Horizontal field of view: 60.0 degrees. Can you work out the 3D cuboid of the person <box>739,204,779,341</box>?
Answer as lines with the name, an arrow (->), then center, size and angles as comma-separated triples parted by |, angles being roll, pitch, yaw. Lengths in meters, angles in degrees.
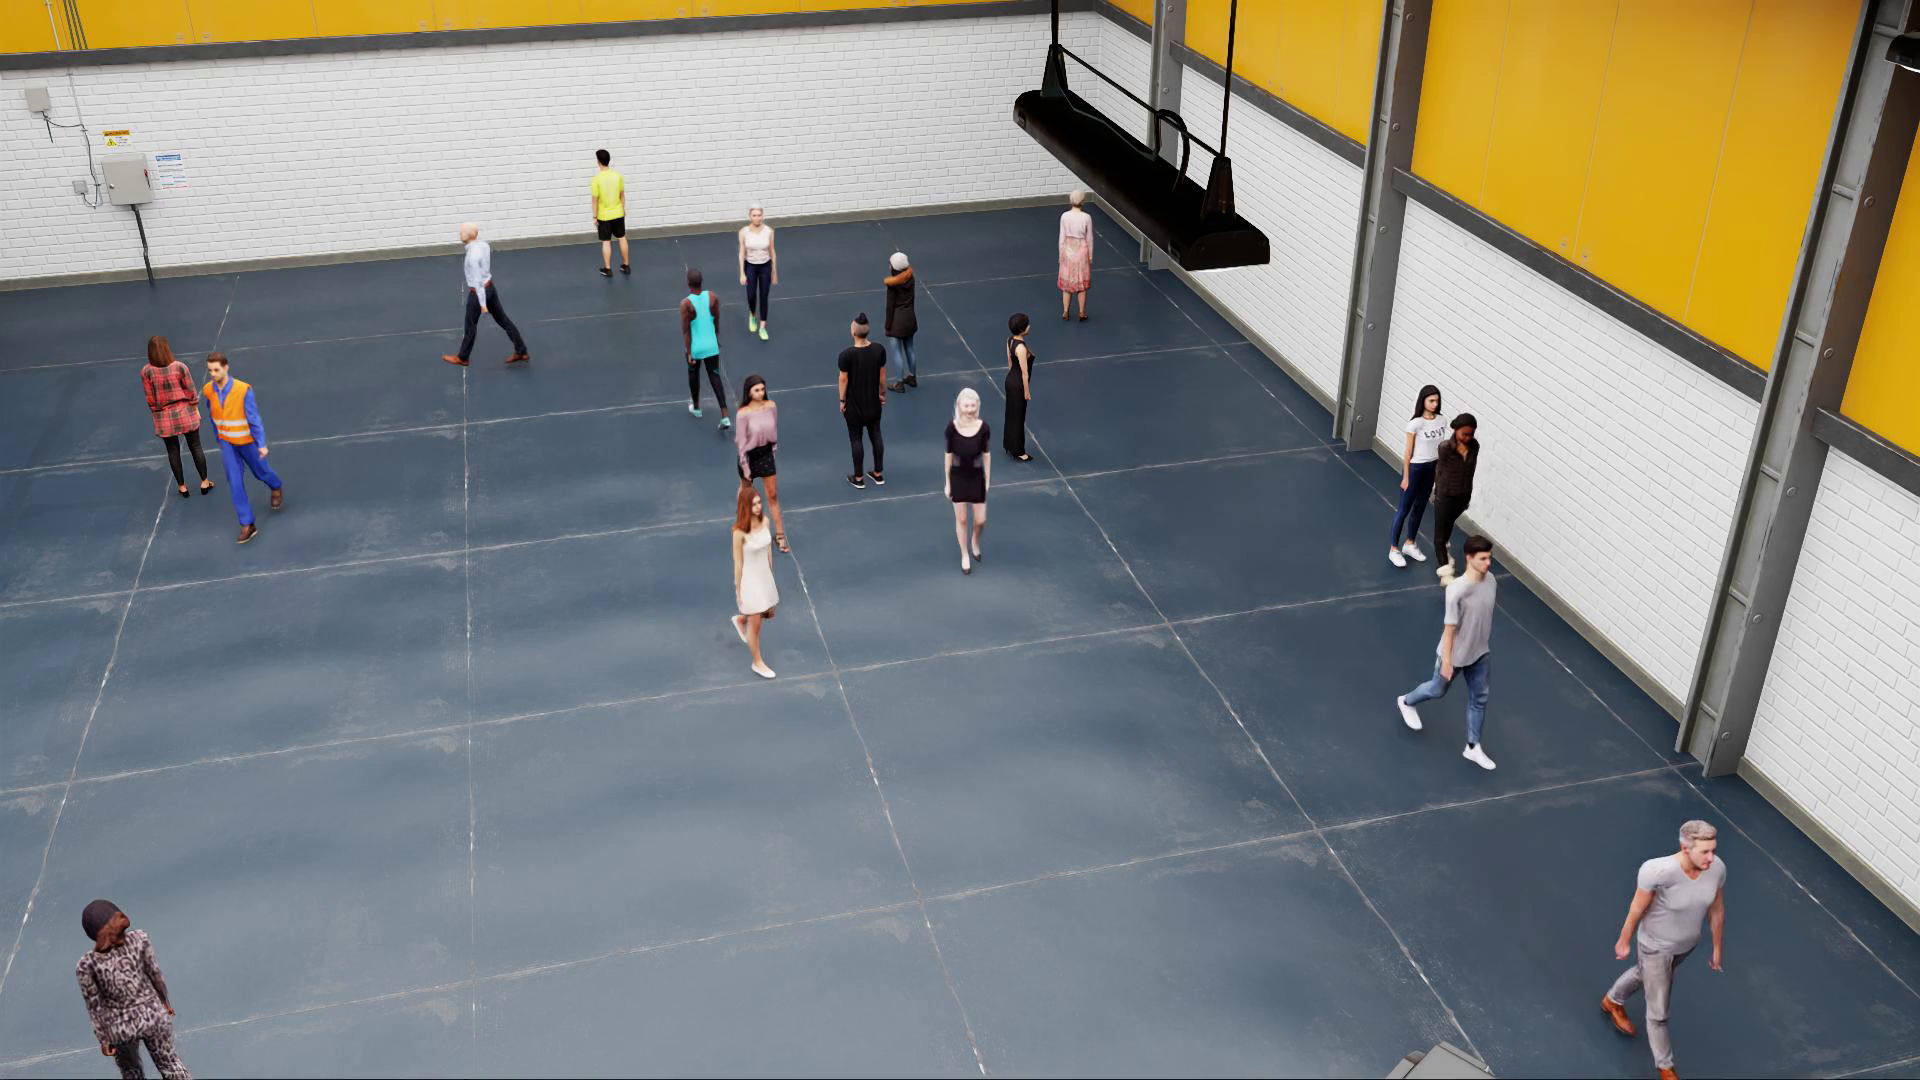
person -> -2.496, -3.326, 20.429 | 0.614, 1.697, 0.649 | -8, 30, -14

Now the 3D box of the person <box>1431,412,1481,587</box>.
person -> 4.525, -0.330, 15.017 | 1.069, 1.619, 0.595 | -7, 29, -13

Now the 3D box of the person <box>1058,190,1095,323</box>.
person -> 1.454, -3.566, 20.874 | 0.676, 1.692, 0.693 | 5, 29, 10

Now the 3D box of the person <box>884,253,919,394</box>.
person -> -0.666, -2.490, 18.963 | 0.774, 1.632, 0.735 | 21, 35, 34

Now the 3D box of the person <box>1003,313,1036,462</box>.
person -> 0.595, -1.607, 17.373 | 0.651, 1.604, 0.472 | -10, 30, -18

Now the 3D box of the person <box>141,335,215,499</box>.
person -> -7.830, -1.239, 16.597 | 0.628, 1.703, 0.566 | -10, 30, -17

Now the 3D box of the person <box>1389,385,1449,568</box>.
person -> 4.234, -0.606, 15.362 | 0.634, 1.774, 0.581 | -14, 32, -24

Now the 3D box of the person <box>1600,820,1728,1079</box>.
person -> 4.158, 2.356, 9.932 | 0.717, 1.773, 1.152 | -8, 30, -14

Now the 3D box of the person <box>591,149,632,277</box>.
person -> -4.713, -4.418, 22.420 | 0.680, 1.707, 0.633 | -17, 33, -28

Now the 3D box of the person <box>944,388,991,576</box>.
person -> 0.049, -0.568, 15.242 | 0.637, 1.822, 0.679 | -2, 29, -4

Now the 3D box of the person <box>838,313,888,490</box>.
person -> -0.965, -1.421, 16.760 | 0.722, 1.865, 0.652 | -14, 32, -24

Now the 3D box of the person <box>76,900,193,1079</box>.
person -> -4.572, 2.746, 9.303 | 1.117, 1.691, 0.936 | 23, 36, 36

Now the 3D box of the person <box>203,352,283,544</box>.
person -> -6.858, -0.968, 15.969 | 0.897, 1.827, 1.281 | -1, 29, -1

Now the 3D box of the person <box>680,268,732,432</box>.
person -> -2.729, -2.023, 17.961 | 0.761, 1.772, 1.201 | -13, 31, -22

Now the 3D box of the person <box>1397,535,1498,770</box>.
person -> 3.776, 0.799, 12.708 | 0.908, 1.848, 1.272 | -16, 32, -26

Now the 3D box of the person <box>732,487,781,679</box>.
person -> -1.761, 0.311, 13.761 | 0.824, 1.697, 0.976 | -25, 37, -38

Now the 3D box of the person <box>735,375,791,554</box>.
person -> -1.964, -0.746, 15.642 | 0.832, 1.752, 1.135 | -16, 33, -27

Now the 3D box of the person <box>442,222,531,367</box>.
person -> -5.502, -2.843, 19.489 | 1.004, 1.747, 1.259 | 2, 29, 4
